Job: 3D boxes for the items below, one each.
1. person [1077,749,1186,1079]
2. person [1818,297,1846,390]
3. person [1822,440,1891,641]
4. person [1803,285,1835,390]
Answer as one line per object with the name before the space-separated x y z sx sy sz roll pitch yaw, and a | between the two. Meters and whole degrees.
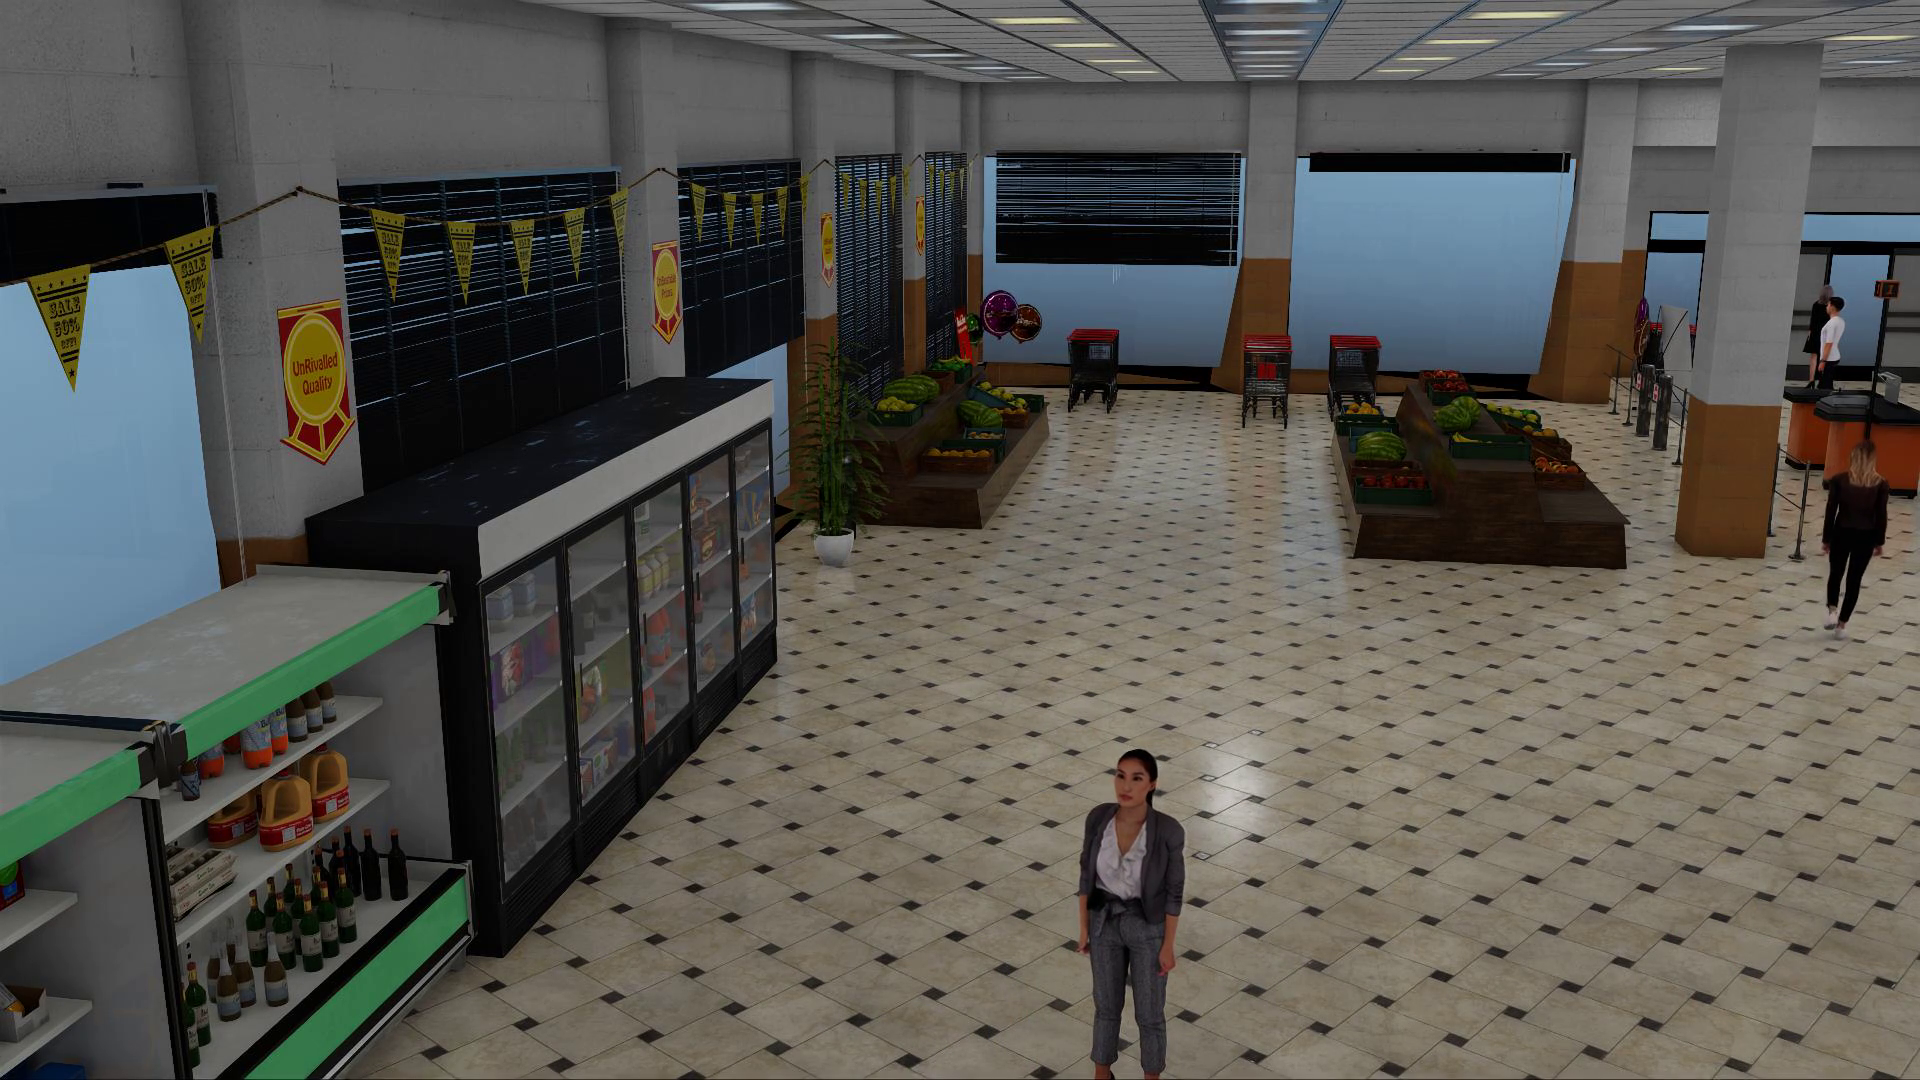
person | 0.725 1.679 7.066 0.687 1.678 0.685 7 15 26
person | 12.897 -2.679 24.668 0.814 1.851 0.694 12 18 42
person | 7.431 0.024 13.860 0.714 1.692 0.737 8 16 31
person | 14.451 -3.413 27.918 0.632 1.745 0.608 0 14 0
